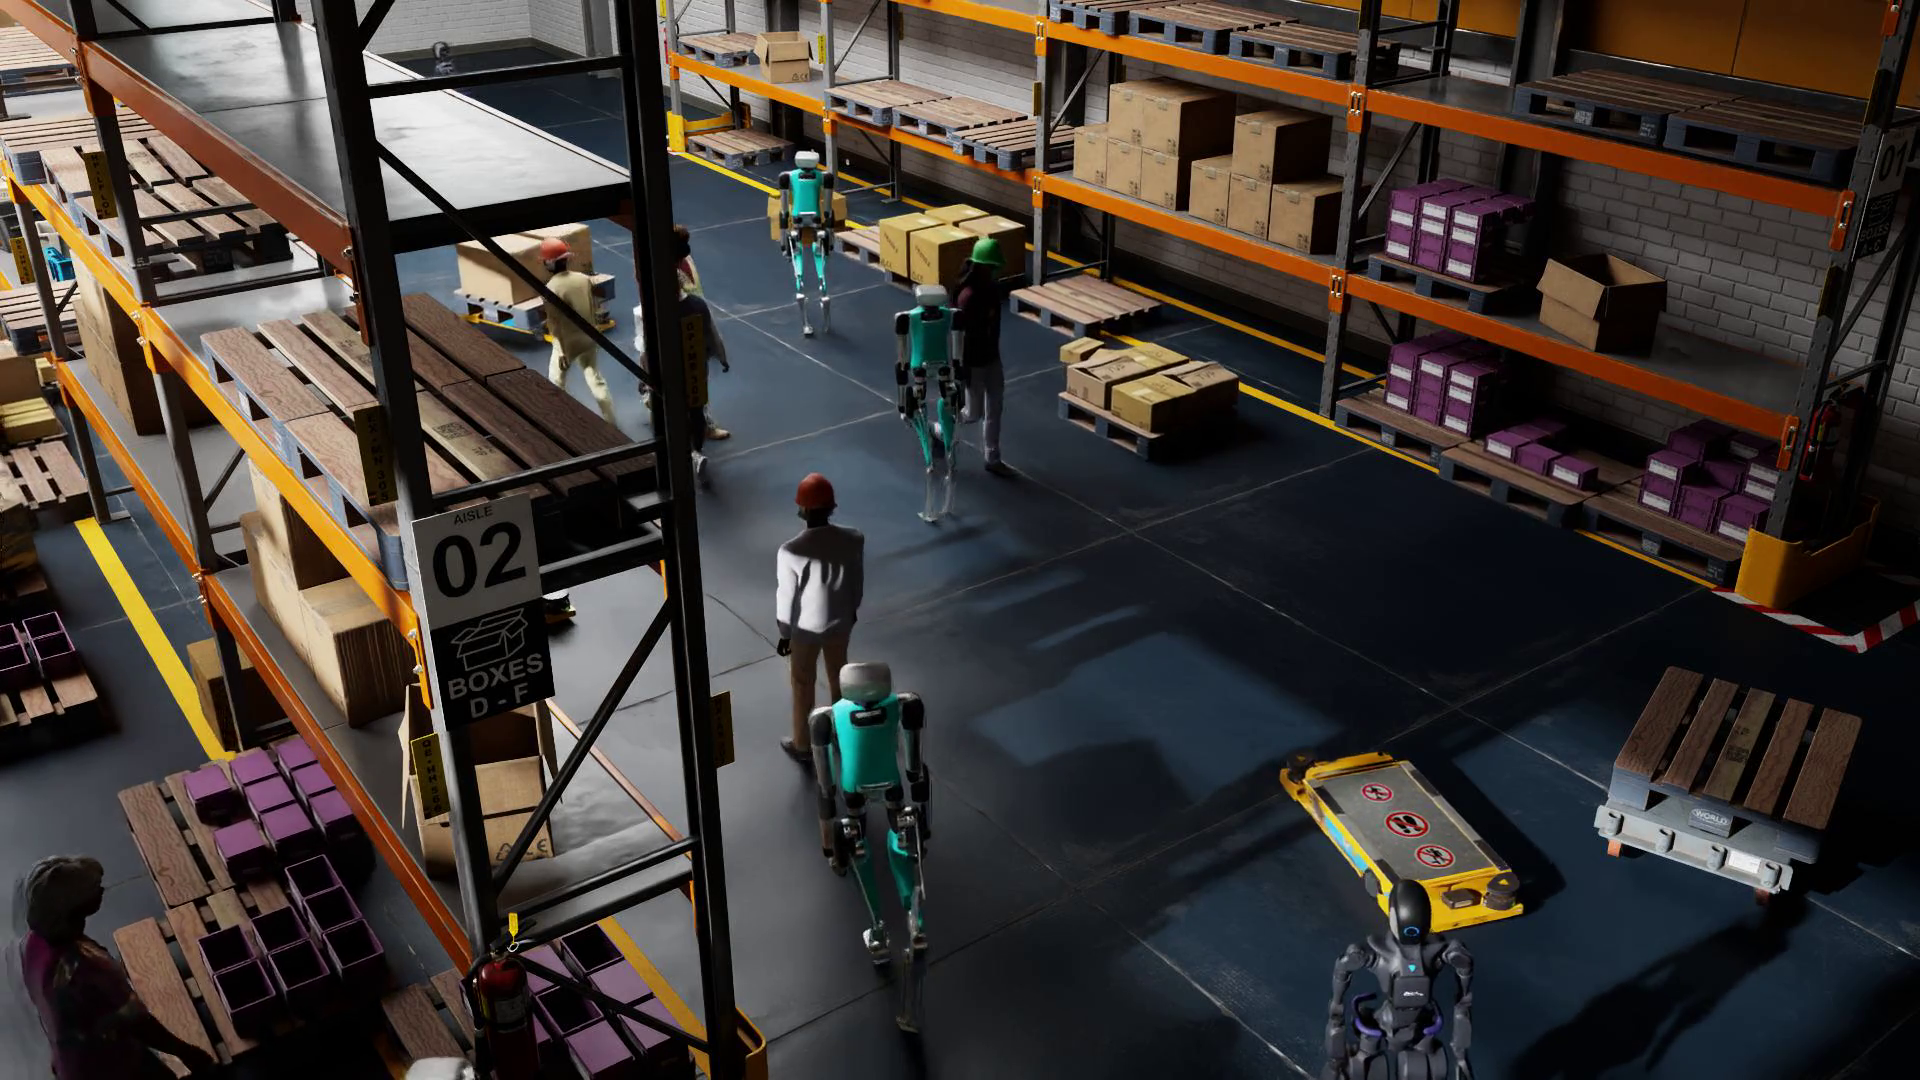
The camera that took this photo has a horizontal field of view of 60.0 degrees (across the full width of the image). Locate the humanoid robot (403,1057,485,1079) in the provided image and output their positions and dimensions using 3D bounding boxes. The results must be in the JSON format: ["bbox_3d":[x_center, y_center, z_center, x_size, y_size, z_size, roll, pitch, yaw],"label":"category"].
[{"bbox_3d":[-1.831,2.507,5.482,0.702,1.895,0.559,-2,27,-4],"label":"humanoid robot"}]

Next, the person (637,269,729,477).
[{"bbox_3d":[-2.135,-1.325,12.998,0.783,1.736,0.612,-17,31,-30],"label":"person"}]

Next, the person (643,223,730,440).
[{"bbox_3d":[-2.311,-1.726,13.702,0.783,1.816,0.636,6,27,12],"label":"person"}]

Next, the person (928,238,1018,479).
[{"bbox_3d":[0.116,-1.429,12.981,0.717,1.932,0.504,19,32,32],"label":"person"}]

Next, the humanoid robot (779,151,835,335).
[{"bbox_3d":[-1.424,-2.732,15.809,0.551,1.817,0.667,-5,27,-10],"label":"humanoid robot"}]

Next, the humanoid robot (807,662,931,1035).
[{"bbox_3d":[-0.332,1.480,7.474,0.539,1.773,1.035,-7,27,-13],"label":"humanoid robot"}]

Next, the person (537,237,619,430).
[{"bbox_3d":[-3.230,-1.643,13.675,0.914,1.691,0.573,15,30,27],"label":"person"}]

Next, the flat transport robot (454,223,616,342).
[{"bbox_3d":[-4.157,-2.215,16.393,1.431,0.231,0.659,16,31,29],"label":"flat transport robot"}]

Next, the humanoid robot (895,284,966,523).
[{"bbox_3d":[-0.158,-0.916,12.201,0.546,1.803,0.788,-7,27,-13],"label":"humanoid robot"}]

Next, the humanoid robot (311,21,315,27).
[{"bbox_3d":[-8.782,-6.367,23.080,0.349,1.654,0.613,-12,29,-23],"label":"humanoid robot"}]

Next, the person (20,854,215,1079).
[{"bbox_3d":[-3.174,1.941,6.417,0.949,1.798,0.508,-24,35,-39],"label":"person"}]

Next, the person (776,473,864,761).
[{"bbox_3d":[-0.800,0.440,9.464,0.586,1.746,0.350,-19,32,-33],"label":"person"}]

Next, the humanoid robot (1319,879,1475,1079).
[{"bbox_3d":[1.715,1.959,6.542,0.614,1.641,0.549,0,27,-1],"label":"humanoid robot"}]

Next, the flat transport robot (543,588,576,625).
[{"bbox_3d":[-3.246,0.271,11.447,0.659,0.231,1.431,-18,32,-31],"label":"flat transport robot"}]

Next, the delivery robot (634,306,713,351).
[{"bbox_3d":[-2.697,-1.992,15.653,0.817,0.614,0.499,15,31,28],"label":"delivery robot"}]

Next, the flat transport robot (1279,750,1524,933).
[{"bbox_3d":[2.325,1.561,8.883,0.659,0.231,1.431,-8,28,-15],"label":"flat transport robot"}]

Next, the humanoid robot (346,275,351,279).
[{"bbox_3d":[-5.749,-2.634,15.657,0.327,1.646,0.590,13,30,24],"label":"humanoid robot"}]

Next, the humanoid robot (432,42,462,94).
[{"bbox_3d":[-6.645,-5.633,21.621,0.338,1.645,0.605,-20,33,-34],"label":"humanoid robot"}]
